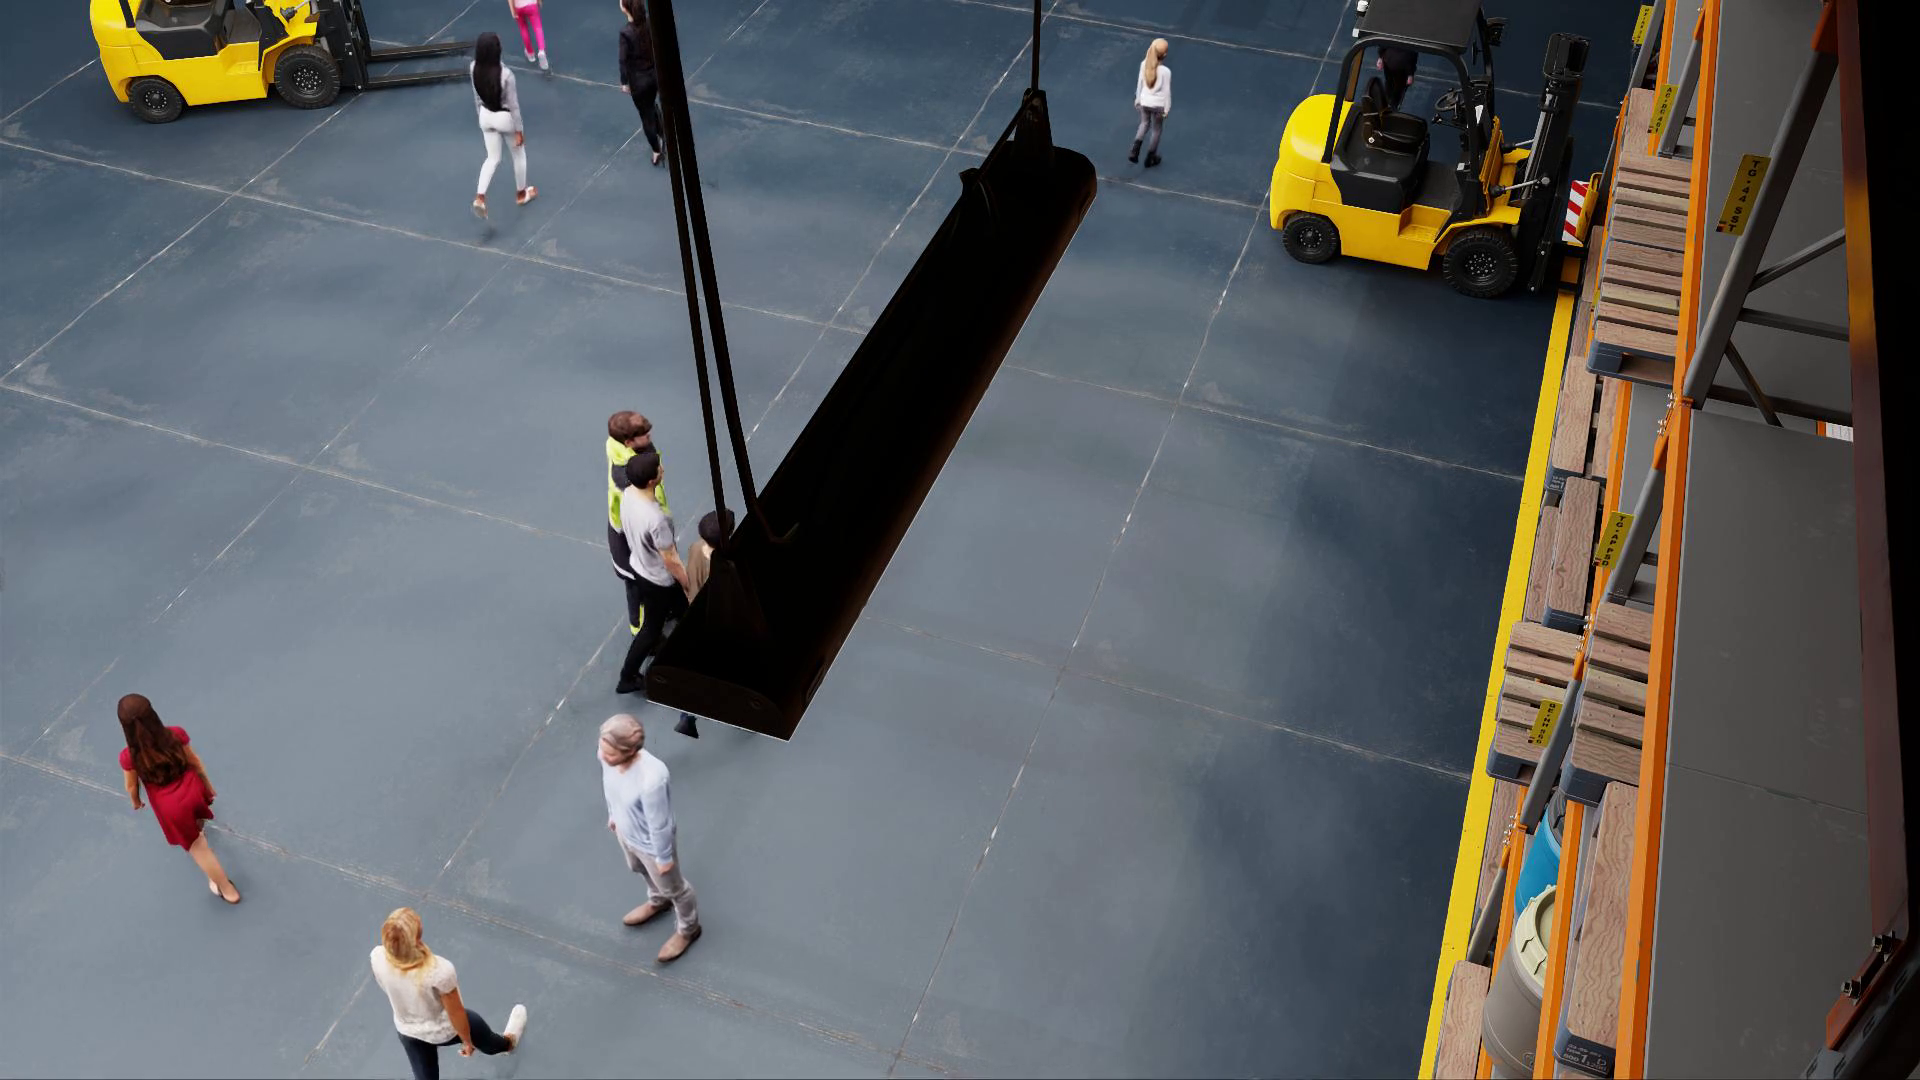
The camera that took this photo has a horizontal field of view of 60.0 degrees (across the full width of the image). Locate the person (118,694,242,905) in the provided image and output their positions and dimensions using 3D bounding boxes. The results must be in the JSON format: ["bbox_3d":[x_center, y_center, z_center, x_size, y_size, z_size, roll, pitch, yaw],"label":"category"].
[{"bbox_3d":[-4.357,1.489,9.327,0.895,1.515,1.023,34,53,30],"label":"person"}]

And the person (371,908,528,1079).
[{"bbox_3d":[-2.610,2.460,8.123,0.747,1.769,1.134,6,44,6],"label":"person"}]

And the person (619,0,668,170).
[{"bbox_3d":[-2.806,-4.141,15.101,0.767,1.703,0.677,33,53,30],"label":"person"}]

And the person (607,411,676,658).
[{"bbox_3d":[-2.058,-0.066,10.623,0.937,1.979,0.812,-9,44,-9],"label":"person"}]

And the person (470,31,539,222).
[{"bbox_3d":[-4.054,-3.580,14.512,0.656,1.703,1.028,13,45,14],"label":"person"}]

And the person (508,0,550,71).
[{"bbox_3d":[-4.338,-5.343,16.686,0.773,1.256,0.859,-16,46,-16],"label":"person"}]

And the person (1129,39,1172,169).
[{"bbox_3d":[1.724,-3.969,15.235,0.601,1.269,0.686,30,51,27],"label":"person"}]

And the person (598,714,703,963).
[{"bbox_3d":[-1.686,1.564,8.976,0.721,1.890,0.731,-33,53,-30],"label":"person"}]

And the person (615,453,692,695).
[{"bbox_3d":[-1.980,0.238,10.416,1.243,1.825,1.125,-25,49,-24],"label":"person"}]
